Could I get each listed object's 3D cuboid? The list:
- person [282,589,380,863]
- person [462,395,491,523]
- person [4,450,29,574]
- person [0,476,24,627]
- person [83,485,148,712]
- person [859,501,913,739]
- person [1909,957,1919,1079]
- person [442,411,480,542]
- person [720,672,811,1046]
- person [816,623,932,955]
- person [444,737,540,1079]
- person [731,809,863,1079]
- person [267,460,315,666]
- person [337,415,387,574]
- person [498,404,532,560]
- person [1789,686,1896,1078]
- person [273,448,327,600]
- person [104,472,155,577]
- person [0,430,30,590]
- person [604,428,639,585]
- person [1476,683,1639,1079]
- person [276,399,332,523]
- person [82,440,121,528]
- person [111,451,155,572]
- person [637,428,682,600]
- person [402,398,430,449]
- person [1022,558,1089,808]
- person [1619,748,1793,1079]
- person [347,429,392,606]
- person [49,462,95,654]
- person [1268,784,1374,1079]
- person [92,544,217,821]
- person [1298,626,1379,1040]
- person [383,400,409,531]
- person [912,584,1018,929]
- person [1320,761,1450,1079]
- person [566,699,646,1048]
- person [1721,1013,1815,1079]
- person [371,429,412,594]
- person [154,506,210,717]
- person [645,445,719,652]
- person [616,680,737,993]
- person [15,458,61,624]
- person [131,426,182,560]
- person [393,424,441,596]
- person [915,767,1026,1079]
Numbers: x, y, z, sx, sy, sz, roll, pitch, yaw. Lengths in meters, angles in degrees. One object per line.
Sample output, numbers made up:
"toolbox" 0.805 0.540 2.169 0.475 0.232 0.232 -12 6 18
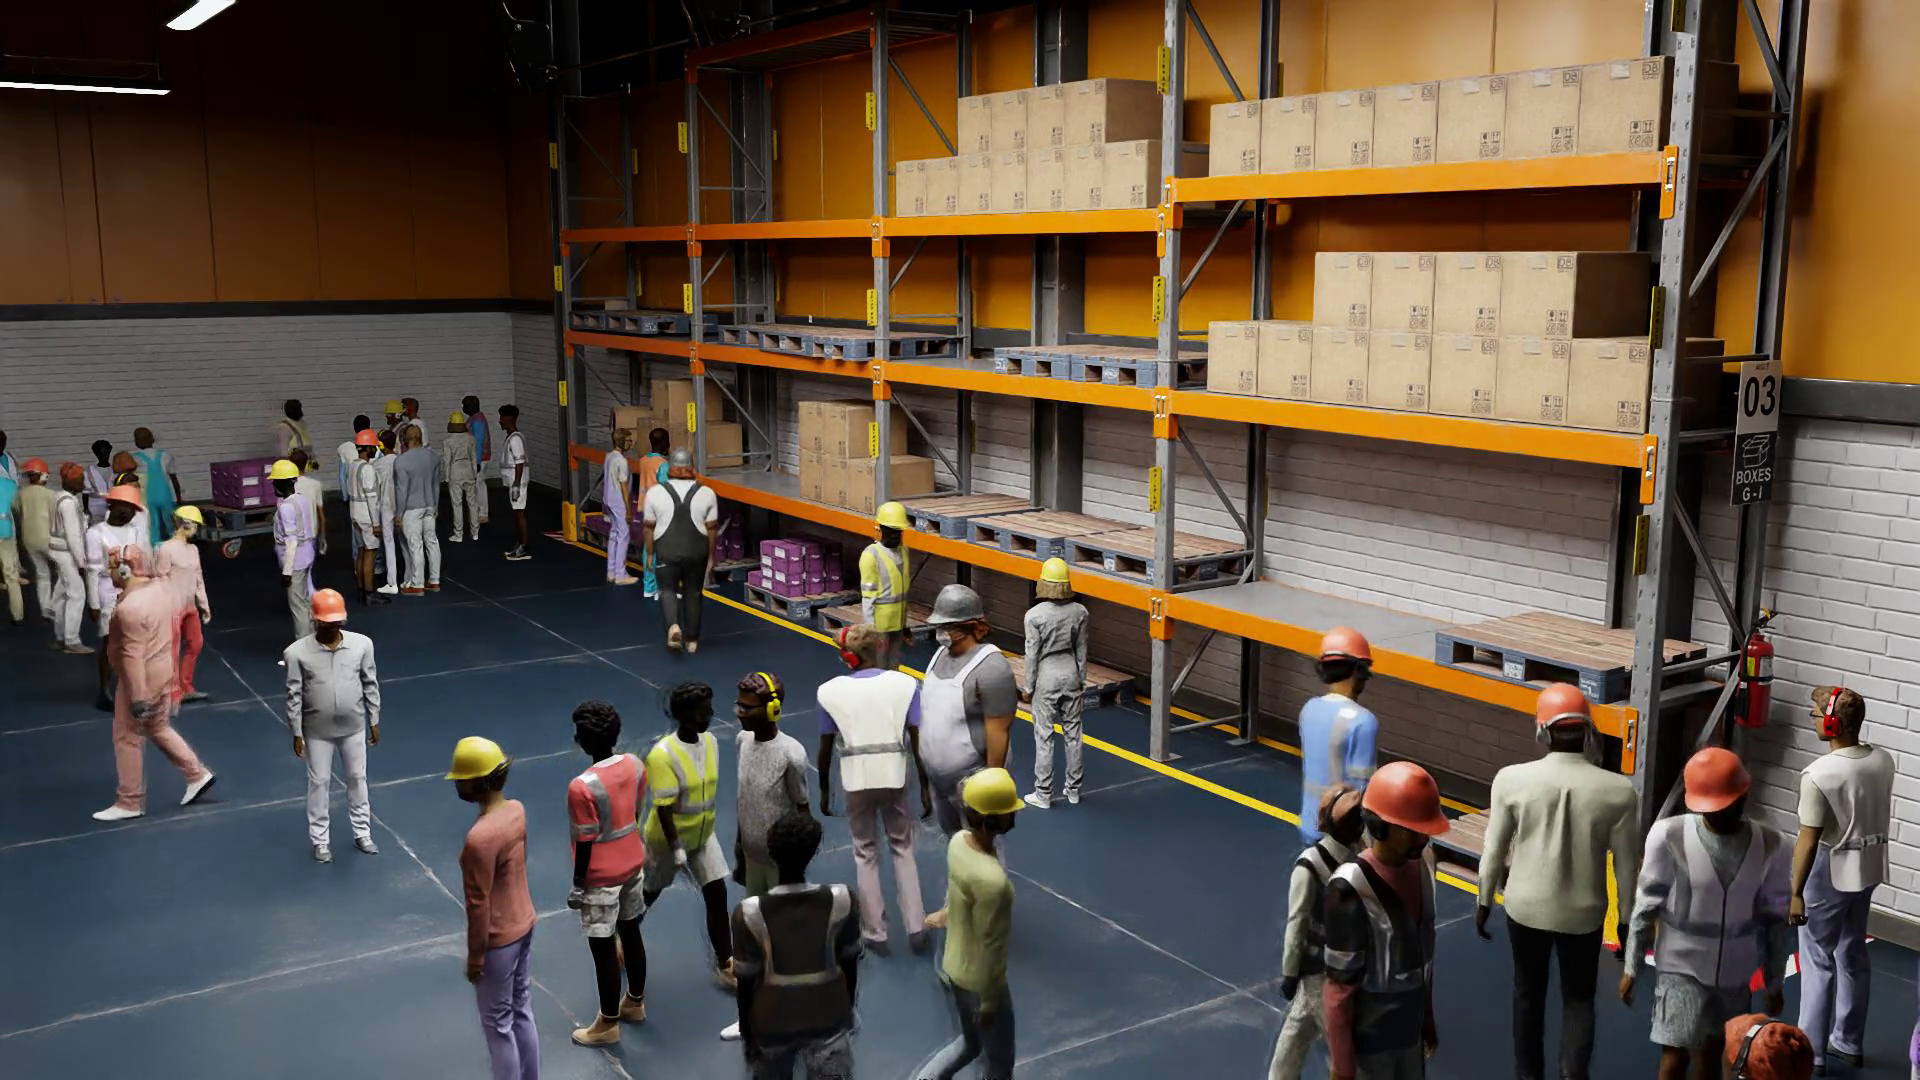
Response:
"person" -3.938 1.159 10.486 0.566 1.744 0.350 -6 11 -32
"person" -6.938 -1.156 23.829 0.429 1.836 0.635 -3 10 -19
"person" -11.674 -0.483 19.965 0.872 1.817 0.518 3 10 19
"person" -9.863 0.006 16.965 0.373 1.840 0.571 9 13 41
"person" -7.165 0.476 14.096 0.542 1.889 0.601 4 11 23
"person" -0.552 0.648 12.945 0.388 1.927 0.589 5 11 29
"person" 3.701 1.948 6.153 0.514 1.640 0.315 -5 11 -28
"person" -6.698 -0.851 22.287 0.484 1.744 0.296 -9 13 -42
"person" -0.913 1.533 7.925 0.513 1.871 0.329 9 14 44
"person" -0.481 1.359 9.130 0.602 1.802 0.474 -2 10 -9
"person" -2.032 1.709 7.227 0.355 1.755 0.537 1 10 5
"person" -0.618 1.888 6.445 0.519 1.661 0.814 -2 10 -10
"person" -6.232 0.209 15.526 0.366 1.926 0.593 -2 10 -10
"person" -7.126 -0.542 19.947 0.597 1.921 0.382 1 10 4
"person" -5.600 -0.732 20.931 0.365 1.964 0.610 -3 10 -16
"person" 4.067 1.587 7.710 0.560 1.836 0.394 -5 11 -26
"person" -6.749 -0.022 17.132 0.745 1.849 0.522 7 12 36
"person" -7.483 0.310 15.111 0.330 1.870 0.548 2 10 11
"person" -11.020 -0.355 19.105 0.430 1.839 0.619 2 10 12
"person" -3.953 -0.388 19.315 0.339 1.833 0.522 -6 11 -32
"person" 2.583 1.611 7.202 0.661 1.961 0.636 3 10 19
"person" -9.454 -1.108 23.622 0.928 1.809 0.618 0 10 0
"person" -9.902 -0.320 19.309 0.535 1.697 0.318 -8 12 -38
"person" -9.426 -0.200 18.859 0.599 1.614 0.519 4 10 21
"person" -3.375 -0.291 18.487 0.373 1.917 0.594 -7 12 -35
"person" -7.585 -1.070 23.268 0.392 1.846 0.564 -2 10 -12
"person" 0.652 0.983 11.518 0.491 1.744 0.295 -4 11 -24
"person" 2.996 1.737 6.655 0.629 1.888 0.726 1 10 6
"person" -6.469 -0.247 18.206 0.385 1.929 0.543 -8 12 -38
"person" -8.596 0.165 16.014 0.407 1.858 0.755 -6 12 -33
"person" 1.641 1.816 7.063 0.849 1.591 0.511 8 13 41
"person" -5.523 0.951 11.294 0.687 1.885 0.659 -1 10 -4
"person" 1.868 1.441 8.096 0.430 2.018 0.662 -3 10 -17
"person" -7.805 -1.037 23.139 0.403 1.825 0.593 -7 12 -36
"person" -0.006 1.231 9.193 0.536 2.000 0.683 -6 11 -32
"person" 1.555 1.776 6.036 0.612 2.030 0.403 -9 13 -43
"person" -1.710 1.599 8.043 0.318 1.696 0.533 4 10 21
"person" 2.060 2.142 4.327 0.576 1.880 0.352 -4 10 -21
"person" -6.434 -0.326 18.833 0.329 1.872 0.509 7 12 37
"person" -6.520 0.591 13.903 0.320 1.722 0.641 1 10 9
"person" -2.647 0.090 15.889 0.696 2.000 0.640 -2 10 -12
"person" -1.477 1.532 8.649 0.918 1.656 0.537 7 12 36
"person" -9.446 0.016 17.190 0.599 1.737 0.371 2 10 12
"person" -9.469 -0.430 19.593 0.540 1.816 0.510 -9 13 -43
"person" -6.110 -0.341 18.719 0.373 1.940 0.627 5 11 27
"person" 0.016 1.780 6.826 0.572 1.748 0.528 -4 10 -20
